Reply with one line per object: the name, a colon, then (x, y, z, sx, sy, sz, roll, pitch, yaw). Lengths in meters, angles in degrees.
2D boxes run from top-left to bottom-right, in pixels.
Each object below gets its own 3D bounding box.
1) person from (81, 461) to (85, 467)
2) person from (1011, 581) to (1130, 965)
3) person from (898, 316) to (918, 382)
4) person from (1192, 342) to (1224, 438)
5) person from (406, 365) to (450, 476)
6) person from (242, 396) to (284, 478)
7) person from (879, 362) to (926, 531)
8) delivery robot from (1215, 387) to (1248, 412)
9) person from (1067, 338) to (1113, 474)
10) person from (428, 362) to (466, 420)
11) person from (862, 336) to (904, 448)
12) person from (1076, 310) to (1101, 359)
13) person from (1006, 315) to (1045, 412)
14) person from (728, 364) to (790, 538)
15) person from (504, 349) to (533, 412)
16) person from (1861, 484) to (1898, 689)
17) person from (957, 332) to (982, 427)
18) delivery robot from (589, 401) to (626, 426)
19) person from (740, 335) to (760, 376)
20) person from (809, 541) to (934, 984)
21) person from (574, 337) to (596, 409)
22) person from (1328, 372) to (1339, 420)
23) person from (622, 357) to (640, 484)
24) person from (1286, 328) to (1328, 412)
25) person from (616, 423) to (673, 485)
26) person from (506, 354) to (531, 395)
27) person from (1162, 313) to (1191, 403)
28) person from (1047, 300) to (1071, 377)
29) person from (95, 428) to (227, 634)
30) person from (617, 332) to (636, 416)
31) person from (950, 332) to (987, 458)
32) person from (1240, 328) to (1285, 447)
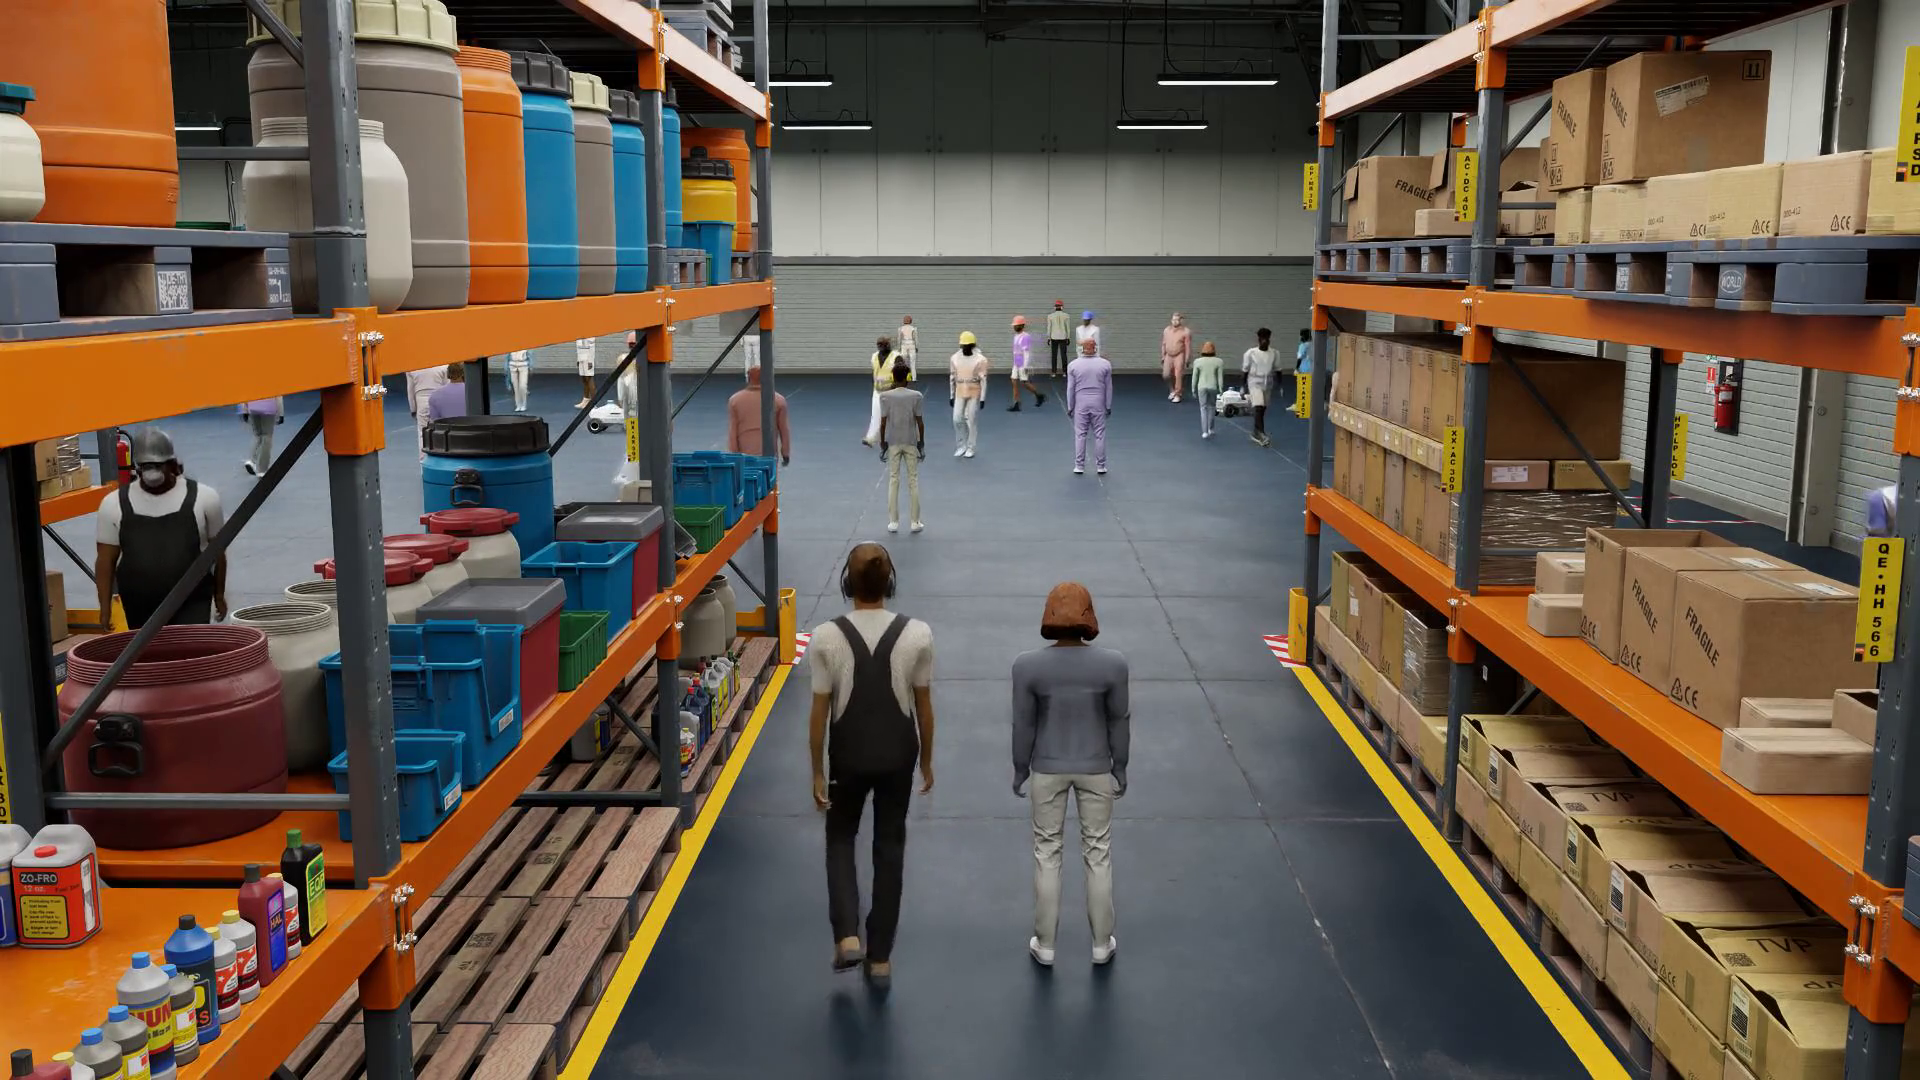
person: (-12.988, -1.981, 23.972, 0.572, 1.887, 0.354, 0, 9, 2)
person: (0.464, 0.980, 6.993, 0.497, 1.633, 0.279, 0, 9, 2)
person: (-1.282, -4.733, 41.196, 0.512, 1.639, 0.312, 0, 9, 2)
person: (4.199, -2.558, 28.261, 0.523, 1.592, 0.801, 1, 9, 4)
person: (-7.302, -1.837, 23.049, 0.636, 1.911, 0.405, 0, 9, 2)
person: (-9.529, -1.787, 22.769, 0.613, 1.899, 0.411, 2, 10, 13)
person: (-0.634, -1.025, 18.320, 0.517, 1.865, 0.327, 0, 9, 2)
delivery robot: (5.238, -2.708, 32.158, 0.707, 0.478, 0.477, -6, 12, -34)
person: (1.815, -1.873, 23.290, 0.636, 1.902, 0.405, 0, 9, 2)
person: (-5.336, -0.972, 17.793, 0.627, 1.934, 0.371, 0, 9, 2)
person: (-1.182, -2.371, 26.638, 0.615, 1.776, 1.042, 5, 11, 27)
person: (2.856, -4.122, 36.749, 0.606, 1.915, 0.913, 5, 11, 28)
person: (1.296, -3.529, 33.195, 0.746, 1.916, 0.542, -5, 11, -26)
person: (-2.174, -0.971, 17.989, 0.657, 1.872, 0.947, -1, 10, -6)
person: (-8.746, -3.336, 32.870, 0.552, 1.612, 0.620, 0, 9, 0)
person: (5.838, 0.299, 10.187, 0.567, 1.926, 0.400, 3, 10, 19)
person: (0.162, -2.925, 30.127, 0.485, 1.713, 0.831, -3, 10, -18)
delivery robot: (-6.106, -2.196, 29.088, 0.707, 0.478, 0.477, 0, 10, 1)
person: (-5.160, -4.899, 41.292, 0.627, 1.940, 0.371, 0, 9, 2)
person: (-0.355, 0.910, 6.814, 0.518, 1.830, 0.397, -1, 10, -6)
person: (-7.559, -3.646, 33.471, 0.383, 2.045, 0.605, -7, 12, -36)
person: (5.503, -1.827, 23.456, 0.523, 1.748, 0.692, -3, 10, -17)
person: (-3.958, -1.463, 20.848, 0.602, 1.894, 1.003, 1, 10, 8)
person: (6.910, -3.355, 32.884, 0.839, 1.657, 0.528, 5, 11, 27)
person: (-4.134, -1.619, 22.025, 0.996, 1.825, 0.536, -4, 10, -22)
person: (-9.922, -4.185, 37.340, 0.607, 1.832, 0.569, 9, 13, 42)
person: (4.547, -3.849, 35.131, 0.663, 1.890, 0.424, 6, 11, 33)
person: (2.568, -5.236, 43.172, 0.608, 1.985, 0.395, 0, 9, 2)
person: (-4.778, 0.301, 9.968, 0.698, 2.000, 1.037, -3, 10, -16)
person: (-4.929, -2.208, 25.318, 0.568, 1.886, 0.974, -2, 10, -12)
person: (0.093, -2.184, 25.105, 0.620, 1.905, 0.610, 3, 10, 19)
person: (4.909, -2.490, 26.995, 0.665, 1.903, 1.046, -2, 10, -13)
